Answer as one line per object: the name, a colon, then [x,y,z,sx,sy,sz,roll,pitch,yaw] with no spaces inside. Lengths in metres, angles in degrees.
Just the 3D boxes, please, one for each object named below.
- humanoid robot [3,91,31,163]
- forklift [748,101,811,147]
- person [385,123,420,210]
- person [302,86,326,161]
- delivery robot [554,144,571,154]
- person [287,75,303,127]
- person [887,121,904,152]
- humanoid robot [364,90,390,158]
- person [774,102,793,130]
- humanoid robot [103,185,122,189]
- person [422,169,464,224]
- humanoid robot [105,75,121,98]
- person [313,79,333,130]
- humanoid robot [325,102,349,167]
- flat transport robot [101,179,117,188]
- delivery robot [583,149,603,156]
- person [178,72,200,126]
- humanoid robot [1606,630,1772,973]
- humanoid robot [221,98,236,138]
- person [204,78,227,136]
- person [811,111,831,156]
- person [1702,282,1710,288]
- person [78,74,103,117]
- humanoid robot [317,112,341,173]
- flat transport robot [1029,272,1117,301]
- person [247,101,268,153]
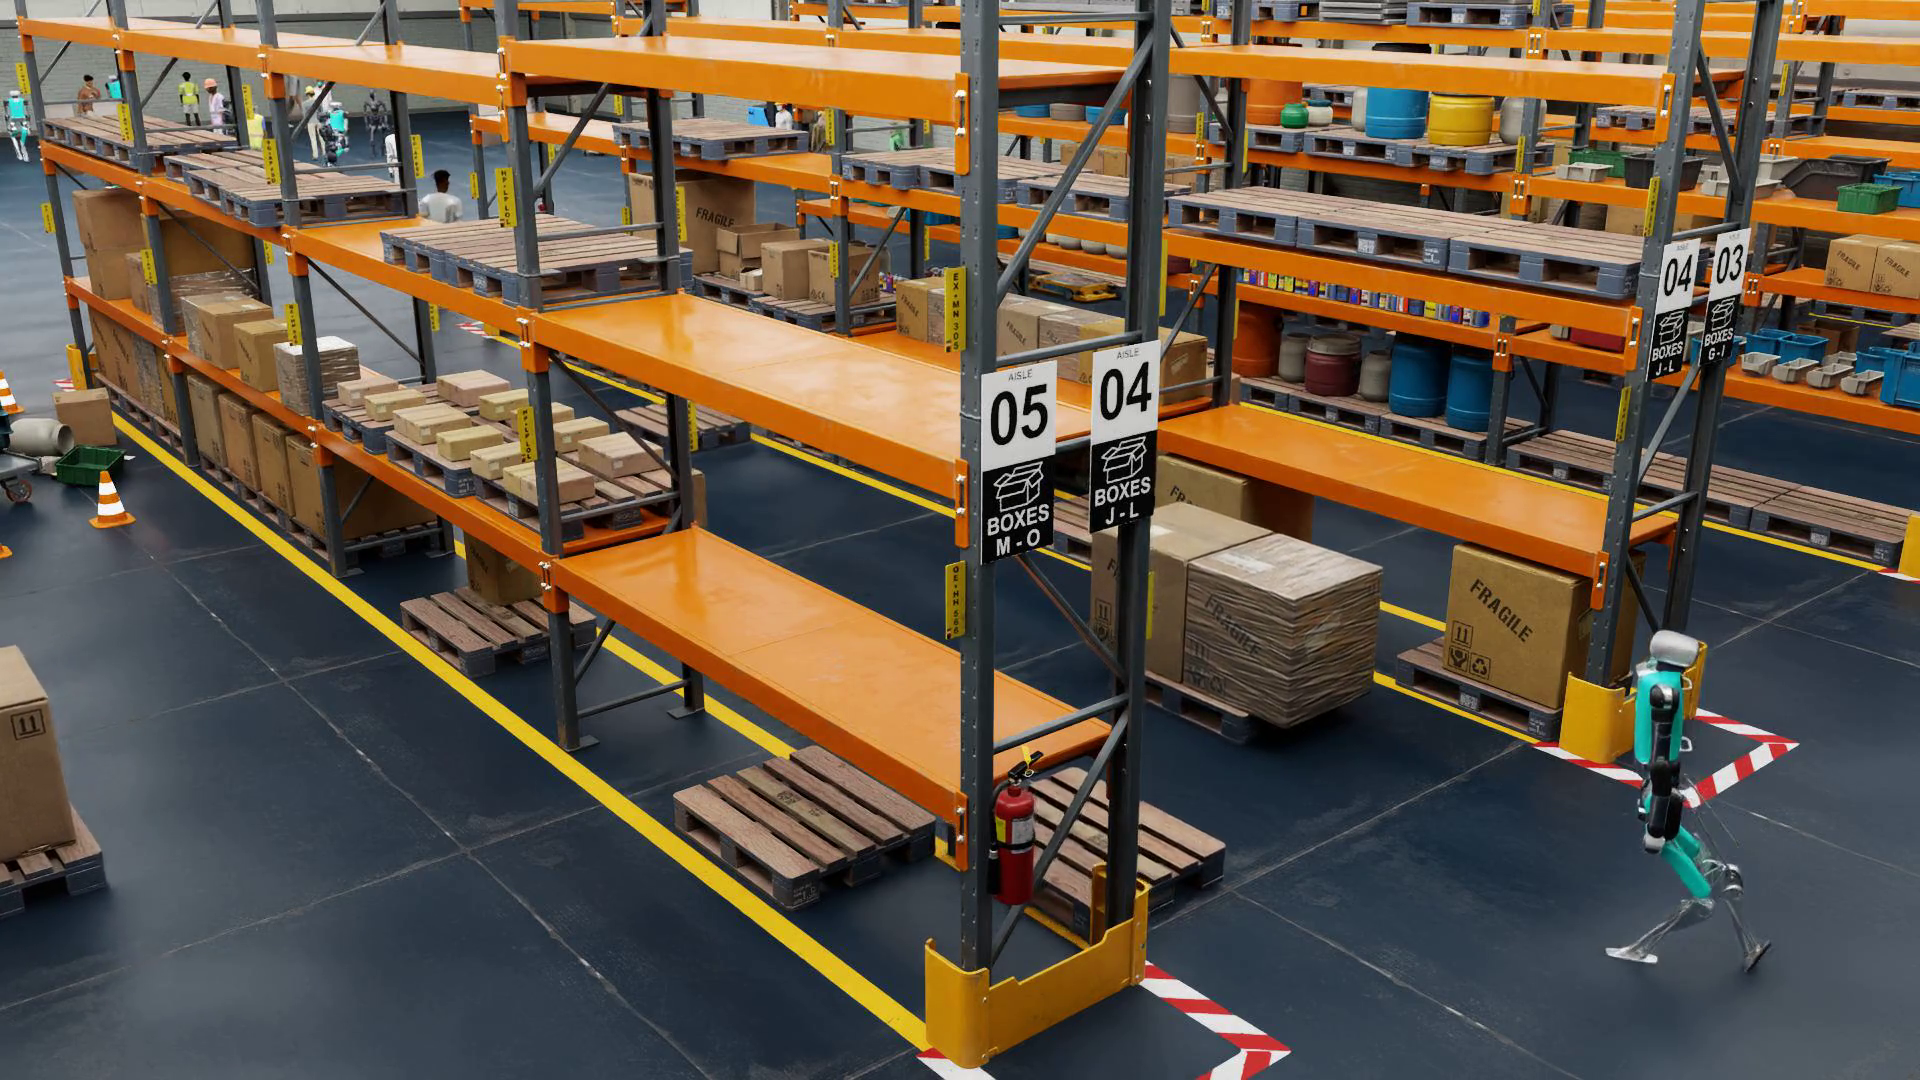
humanoid robot: [-22.638,-9.906,39.968,0.548,1.754,1.036,-14,24,-35]
forklift: [-4.526,-11.368,42.374,1.129,2.768,1.873,-15,24,-37]
person: [-10.549,-7.033,31.538,0.566,1.876,0.345,-3,20,-10]
person: [-15.784,-10.176,40.639,0.526,1.767,0.328,-17,26,-40]
delivery robot: [-10.236,-10.083,42.174,0.499,0.577,0.769,-12,23,-31]
person: [-19.402,-13.015,48.641,0.994,1.816,0.542,-17,26,-40]
person: [-1.284,-7.394,32.818,0.843,1.696,0.485,-5,20,-14]
humanoid robot: [-14.369,-10.239,40.966,0.583,1.644,0.602,-3,20,-8]
person: [-3.848,-8.690,36.235,0.385,1.889,0.577,-15,25,-37]
humanoid robot: [-12.125,-4.381,24.205,0.615,1.781,0.828,-10,22,-26]
person: [-7.337,-4.282,23.622,0.611,1.936,0.874,5,20,14]
humanoid robot: [-22.452,-11.545,44.697,0.554,1.876,0.743,2,19,6]
person: [-16.370,-10.990,42.752,0.515,1.903,0.527,-2,19,-6]
humanoid robot: [-13.587,-8.544,36.040,0.547,1.783,0.782,5,20,13]
flat transport robot: [-17.026,-7.269,34.622,0.659,0.231,1.431,7,20,18]
delivery robot: [-9.236,-9.939,41.811,0.506,0.608,0.779,-4,20,-11]
person: [-21.647,-12.289,46.766,0.535,1.694,0.319,-13,23,-33]
humanoid robot: [3.643,1.326,7.998,0.912,1.793,0.545,6,20,16]
humanoid robot: [-16.933,-9.394,38.549,0.421,1.647,0.593,3,20,8]
person: [-17.642,-9.915,39.508,0.604,2.033,0.397,17,25,39]
person: [-2.933,-8.293,35.328,0.585,1.724,0.836,-7,20,-18]
person: [10.022,-3.710,22.402,0.545,1.651,0.873,-11,22,-28]
person: [-22.836,-11.319,43.802,0.480,1.831,0.784,15,24,36]
humanoid robot: [-13.434,-8.249,35.322,0.723,1.630,0.611,-4,20,-11]
flat transport robot: [1.647,-3.745,24.594,0.659,0.231,1.431,-14,24,-34]
person: [-14.819,-8.307,35.138,0.538,1.882,0.471,0,19,0]
